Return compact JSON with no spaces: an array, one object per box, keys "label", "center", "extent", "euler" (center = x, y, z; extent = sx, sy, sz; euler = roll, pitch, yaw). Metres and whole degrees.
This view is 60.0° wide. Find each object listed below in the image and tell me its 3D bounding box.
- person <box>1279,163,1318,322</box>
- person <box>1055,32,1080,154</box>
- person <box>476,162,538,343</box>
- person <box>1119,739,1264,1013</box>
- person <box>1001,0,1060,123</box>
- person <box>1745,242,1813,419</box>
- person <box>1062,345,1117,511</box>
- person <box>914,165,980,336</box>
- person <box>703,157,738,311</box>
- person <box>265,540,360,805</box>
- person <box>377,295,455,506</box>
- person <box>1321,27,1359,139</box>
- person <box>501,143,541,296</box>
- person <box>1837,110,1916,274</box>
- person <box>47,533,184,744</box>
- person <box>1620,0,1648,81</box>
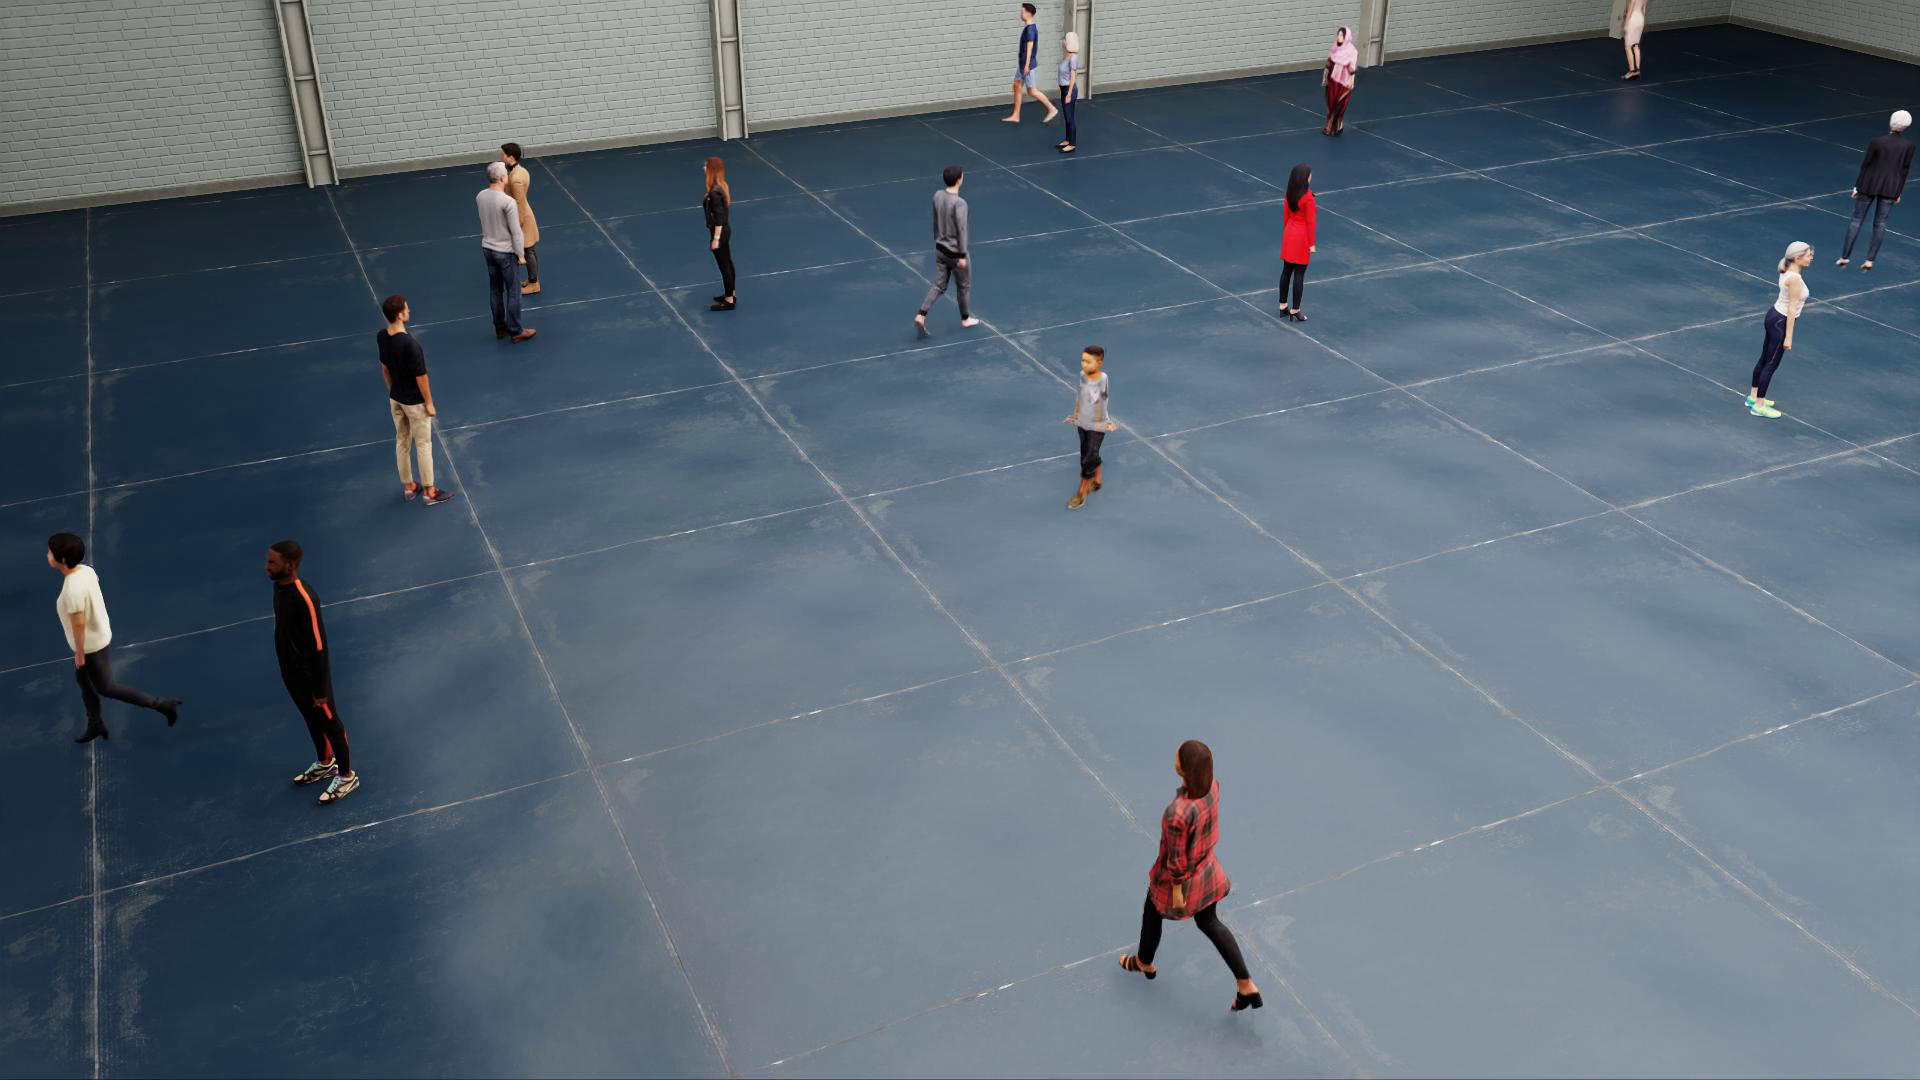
[{"label":"person","center":[3.685,-3.255,18.162],"extent":[0.637,1.746,0.639],"euler":[-17,32,-28]},{"label":"person","center":[1.608,-6.591,24.451],"extent":[0.607,1.722,0.635],"euler":[-3,28,-6]},{"label":"person","center":[-4.852,-3.050,17.610],"extent":[0.822,1.903,0.834],"euler":[16,32,28]},{"label":"person","center":[1.272,1.799,8.754],"extent":[0.983,1.669,1.139],"euler":[22,35,36]},{"label":"person","center":[1.137,-7.368,25.809],"extent":[1.206,1.819,0.918],"euler":[-1,28,-2]},{"label":"person","center":[7.833,-2.033,15.914],"extent":[0.711,1.702,0.678],"euler":[5,29,10]},{"label":"person","center":[1.189,-1.076,14.398],"extent":[0.799,1.439,0.934],"euler":[23,35,36]},{"label":"person","center":[-0.163,-3.065,17.732],"extent":[1.197,1.815,0.942],"euler":[-24,36,-38]},{"label":"person","center":[-2.651,-3.418,18.505],"extent":[0.673,1.712,0.681],"euler":[1,28,2]},{"label":"person","center":[-4.107,0.805,10.474],"extent":[0.689,1.808,0.661],"euler":[24,36,37]},{"label":"person","center":[-4.701,-1.197,14.180],"extent":[0.721,1.857,0.728],"euler":[16,32,27]},{"label":"person","center":[5.811,-6.971,25.281],"extent":[0.820,1.614,1.011],"euler":[25,37,38]},{"label":"person","center":[-4.998,-3.680,18.981],"extent":[0.695,1.727,0.702],"euler":[-5,28,-10]},{"label":"person","center":[9.880,-3.782,17.953],"extent":[0.824,1.782,0.781],"euler":[12,30,22]},{"label":"person","center":[-5.646,0.681,10.966],"extent":[0.973,1.564,0.651],"euler":[-9,29,-17]},{"label":"person","center":[11.602,-8.796,28.513],"extent":[0.533,1.796,0.806],"euler":[-11,30,-19]}]
